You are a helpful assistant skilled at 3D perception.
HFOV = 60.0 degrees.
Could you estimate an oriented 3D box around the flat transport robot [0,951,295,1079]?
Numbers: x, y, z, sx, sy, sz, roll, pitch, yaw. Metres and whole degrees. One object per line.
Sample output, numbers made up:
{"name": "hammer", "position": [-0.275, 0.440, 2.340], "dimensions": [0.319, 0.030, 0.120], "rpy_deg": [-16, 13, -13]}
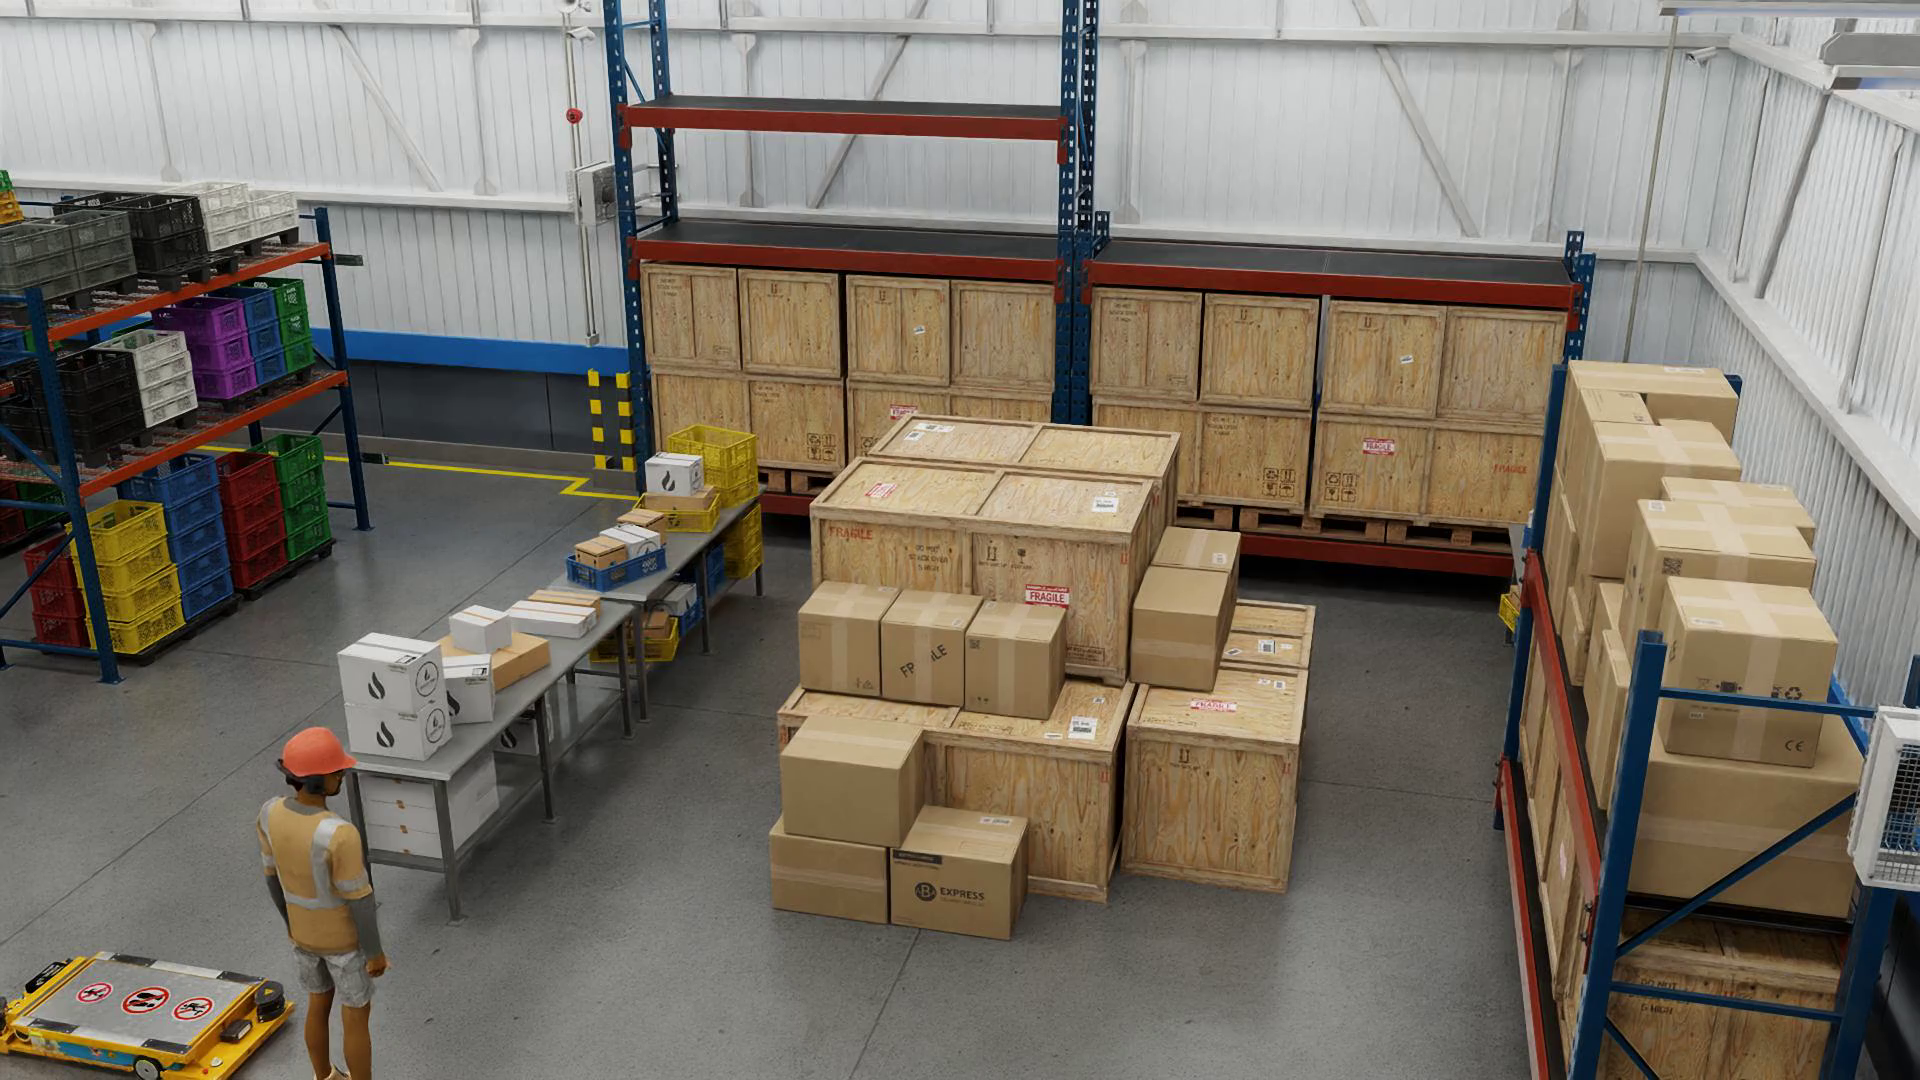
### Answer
{"name": "flat transport robot", "position": [-4.270, 2.464, 8.601], "dimensions": [1.431, 0.231, 0.659], "rpy_deg": [5, 22, 13]}

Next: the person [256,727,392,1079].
{"name": "person", "position": [-2.938, 1.815, 7.820], "dimensions": [0.613, 2.038, 0.383], "rpy_deg": [11, 24, 27]}
